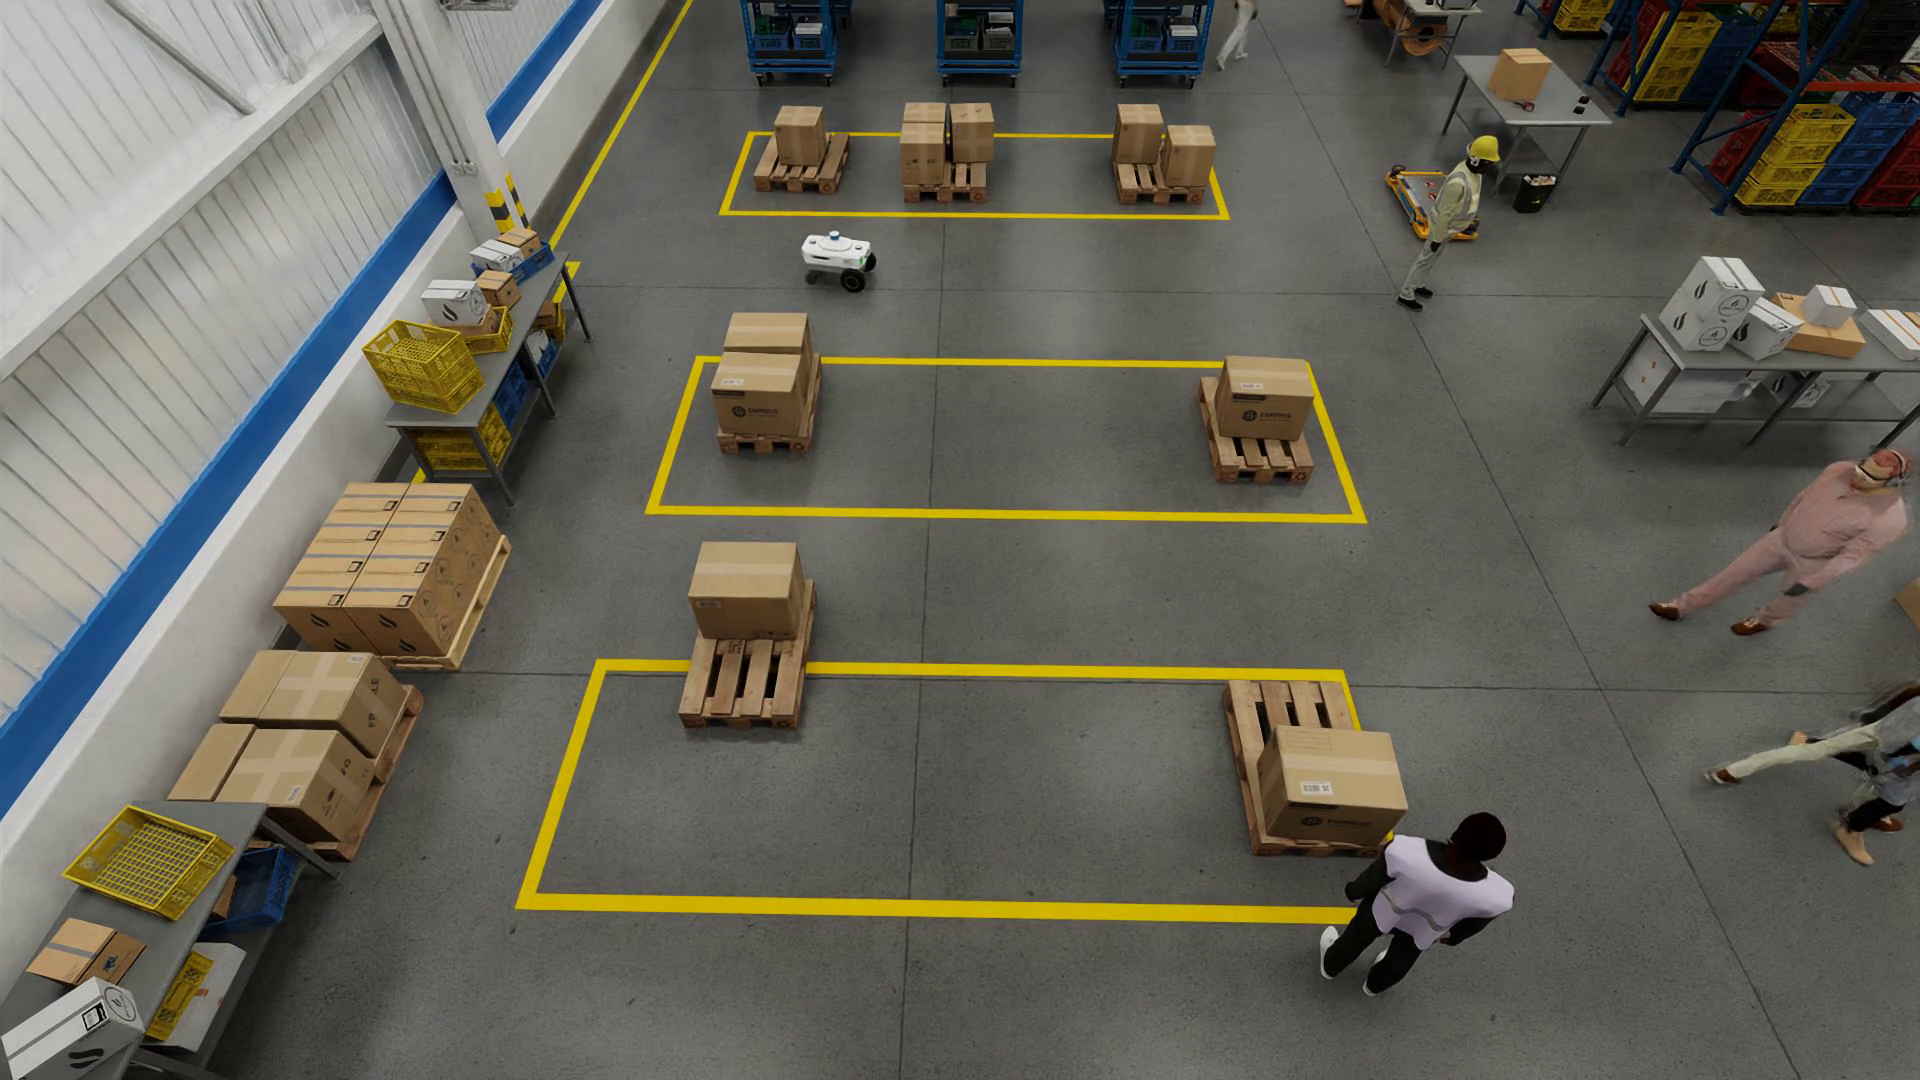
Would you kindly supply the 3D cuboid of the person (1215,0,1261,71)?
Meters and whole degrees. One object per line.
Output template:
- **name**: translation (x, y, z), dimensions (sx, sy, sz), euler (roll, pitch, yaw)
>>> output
- **person**: translation (4.133, -7.819, 13.409), dimensions (0.650, 1.601, 0.563), euler (-8, 50, -7)

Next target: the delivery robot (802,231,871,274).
- **delivery robot**: translation (-1.343, -3.121, 9.970), dimensions (0.707, 0.478, 0.477), euler (10, 50, 8)

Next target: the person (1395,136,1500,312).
- **person**: translation (4.920, -3.175, 9.244), dimensions (0.403, 1.824, 0.589), euler (31, 56, 24)

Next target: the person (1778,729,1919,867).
- **person**: translation (5.745, 1.234, 5.550), dimensions (0.536, 1.649, 0.824), euler (-11, 50, -9)

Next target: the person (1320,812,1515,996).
- **person**: translation (2.329, 1.932, 4.763), dimensions (0.596, 1.914, 0.374), euler (21, 52, 17)

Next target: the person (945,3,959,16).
- **person**: translation (-0.085, -8.646, 13.868), dimensions (0.377, 1.995, 0.608), euler (-12, 50, -11)

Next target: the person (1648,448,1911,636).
- **person**: translation (5.786, 0.083, 6.397), dimensions (0.995, 1.852, 0.653), euler (-7, 49, -6)

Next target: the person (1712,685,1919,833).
- **person**: translation (5.600, 1.182, 5.516), dimensions (1.138, 1.774, 0.543), euler (8, 50, 7)

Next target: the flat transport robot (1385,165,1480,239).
- **flat transport robot**: translation (5.692, -4.094, 11.059), dimensions (0.652, 0.197, 1.431), euler (1, 49, 1)
